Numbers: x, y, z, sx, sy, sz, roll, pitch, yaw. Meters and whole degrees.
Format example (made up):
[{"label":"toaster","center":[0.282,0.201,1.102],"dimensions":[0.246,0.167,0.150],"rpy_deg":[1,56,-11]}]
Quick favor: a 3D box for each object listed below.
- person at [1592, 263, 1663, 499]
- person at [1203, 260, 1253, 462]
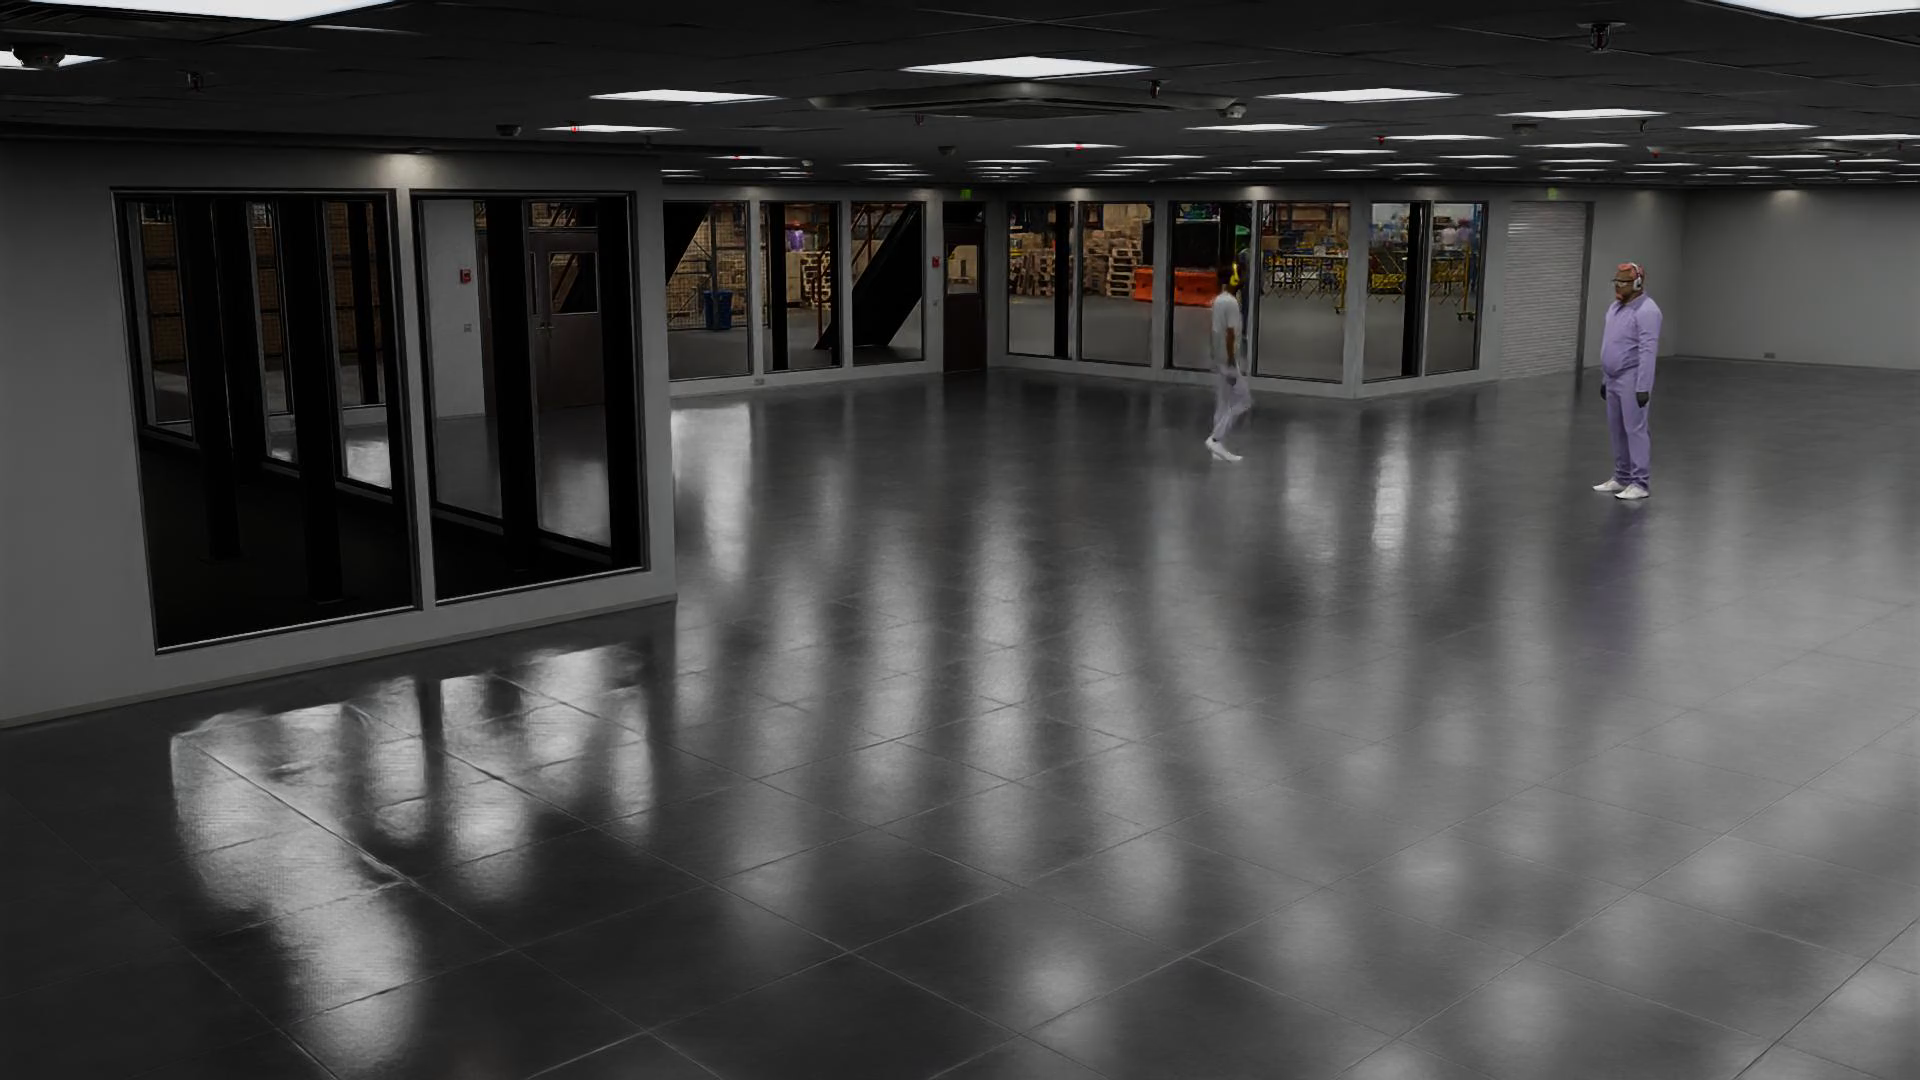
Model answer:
[{"label":"person","center":[5.374,-1.279,13.430],"dimensions":[0.405,1.895,0.661],"rpy_deg":[-1,11,-5]},{"label":"person","center":[2.486,-1.620,15.212],"dimensions":[0.389,1.856,0.558],"rpy_deg":[-1,11,-7]}]
